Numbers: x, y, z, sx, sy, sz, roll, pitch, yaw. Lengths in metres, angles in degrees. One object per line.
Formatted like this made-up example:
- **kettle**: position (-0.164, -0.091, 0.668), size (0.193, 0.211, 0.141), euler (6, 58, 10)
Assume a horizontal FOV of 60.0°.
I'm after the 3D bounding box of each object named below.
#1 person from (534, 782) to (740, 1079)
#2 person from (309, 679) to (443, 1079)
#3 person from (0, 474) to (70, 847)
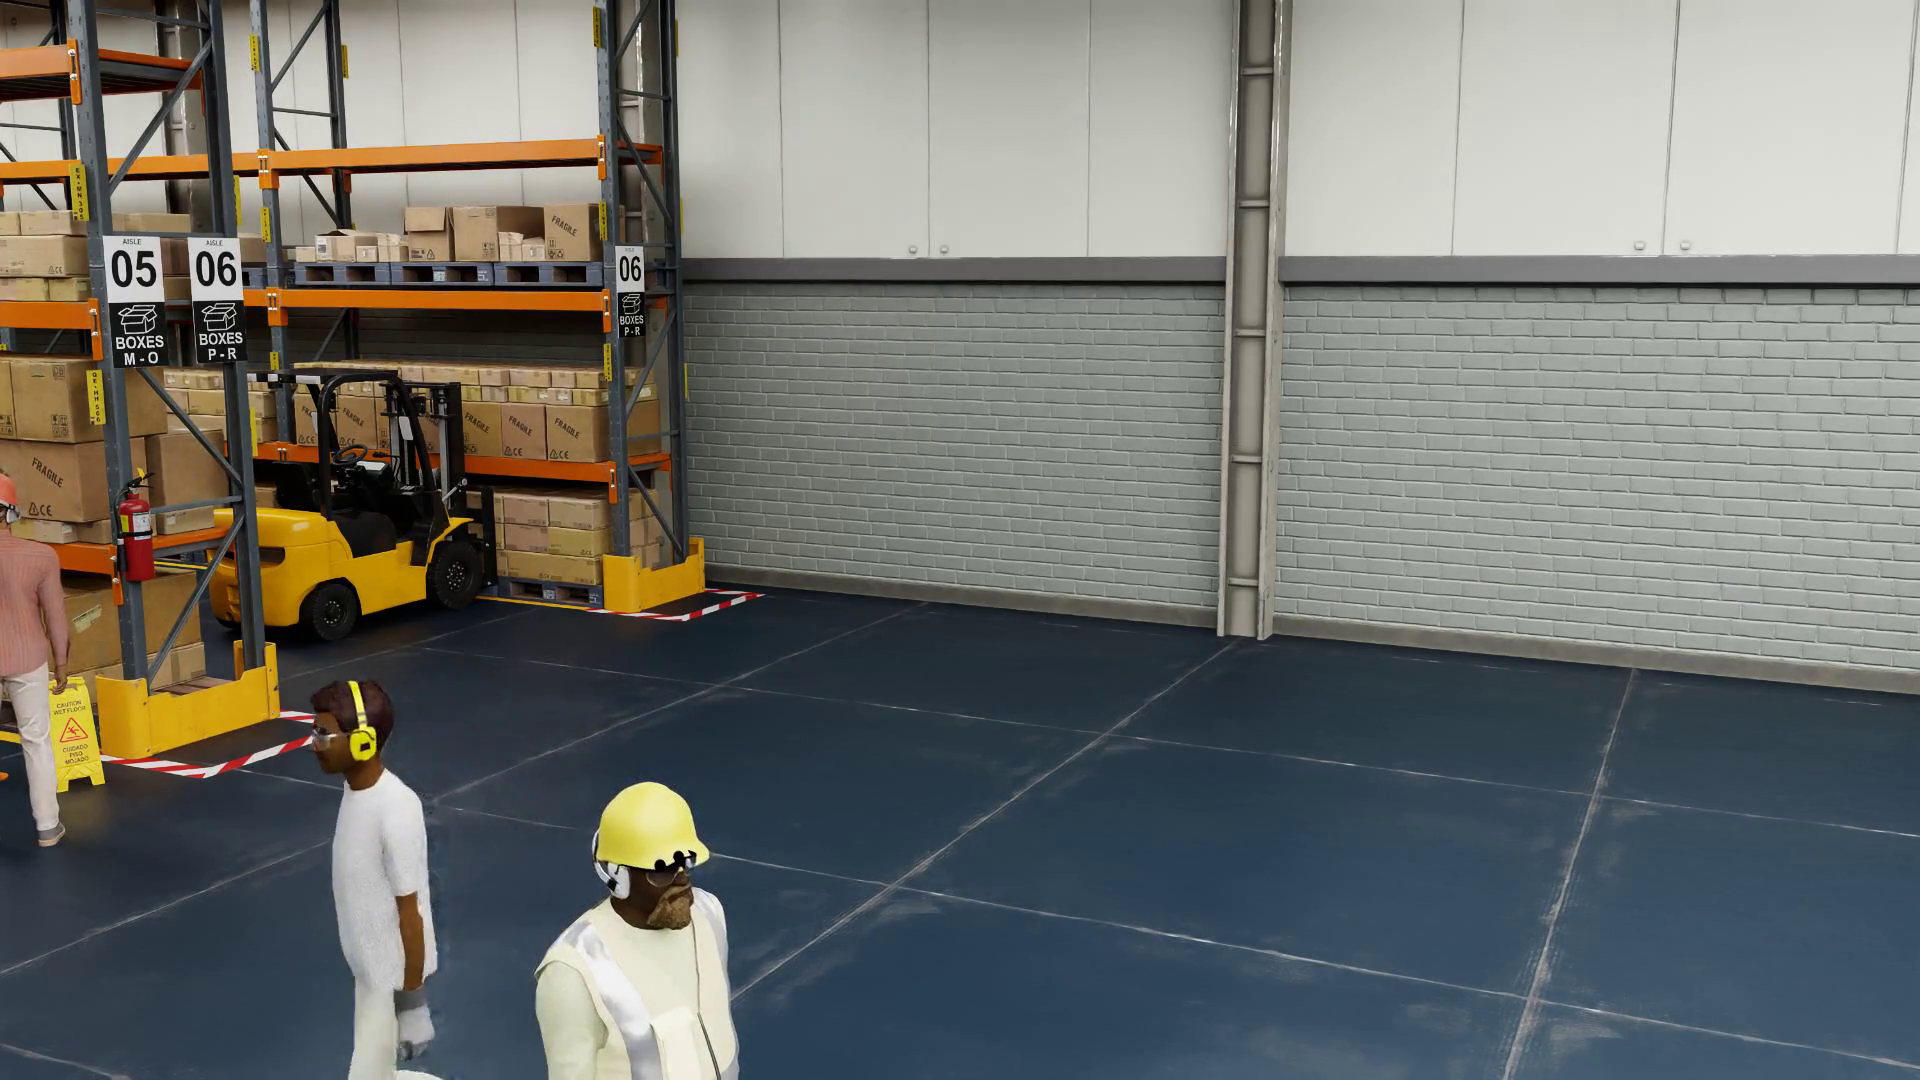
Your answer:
- **person**: position (-0.735, 1.472, 4.037), size (0.403, 1.833, 0.591), euler (5, 11, 28)
- **person**: position (-1.675, 1.303, 5.046), size (0.705, 1.851, 0.512), euler (-6, 11, -33)
- **person**: position (-4.982, 0.639, 8.673), size (0.613, 1.989, 0.401), euler (-5, 10, -28)
